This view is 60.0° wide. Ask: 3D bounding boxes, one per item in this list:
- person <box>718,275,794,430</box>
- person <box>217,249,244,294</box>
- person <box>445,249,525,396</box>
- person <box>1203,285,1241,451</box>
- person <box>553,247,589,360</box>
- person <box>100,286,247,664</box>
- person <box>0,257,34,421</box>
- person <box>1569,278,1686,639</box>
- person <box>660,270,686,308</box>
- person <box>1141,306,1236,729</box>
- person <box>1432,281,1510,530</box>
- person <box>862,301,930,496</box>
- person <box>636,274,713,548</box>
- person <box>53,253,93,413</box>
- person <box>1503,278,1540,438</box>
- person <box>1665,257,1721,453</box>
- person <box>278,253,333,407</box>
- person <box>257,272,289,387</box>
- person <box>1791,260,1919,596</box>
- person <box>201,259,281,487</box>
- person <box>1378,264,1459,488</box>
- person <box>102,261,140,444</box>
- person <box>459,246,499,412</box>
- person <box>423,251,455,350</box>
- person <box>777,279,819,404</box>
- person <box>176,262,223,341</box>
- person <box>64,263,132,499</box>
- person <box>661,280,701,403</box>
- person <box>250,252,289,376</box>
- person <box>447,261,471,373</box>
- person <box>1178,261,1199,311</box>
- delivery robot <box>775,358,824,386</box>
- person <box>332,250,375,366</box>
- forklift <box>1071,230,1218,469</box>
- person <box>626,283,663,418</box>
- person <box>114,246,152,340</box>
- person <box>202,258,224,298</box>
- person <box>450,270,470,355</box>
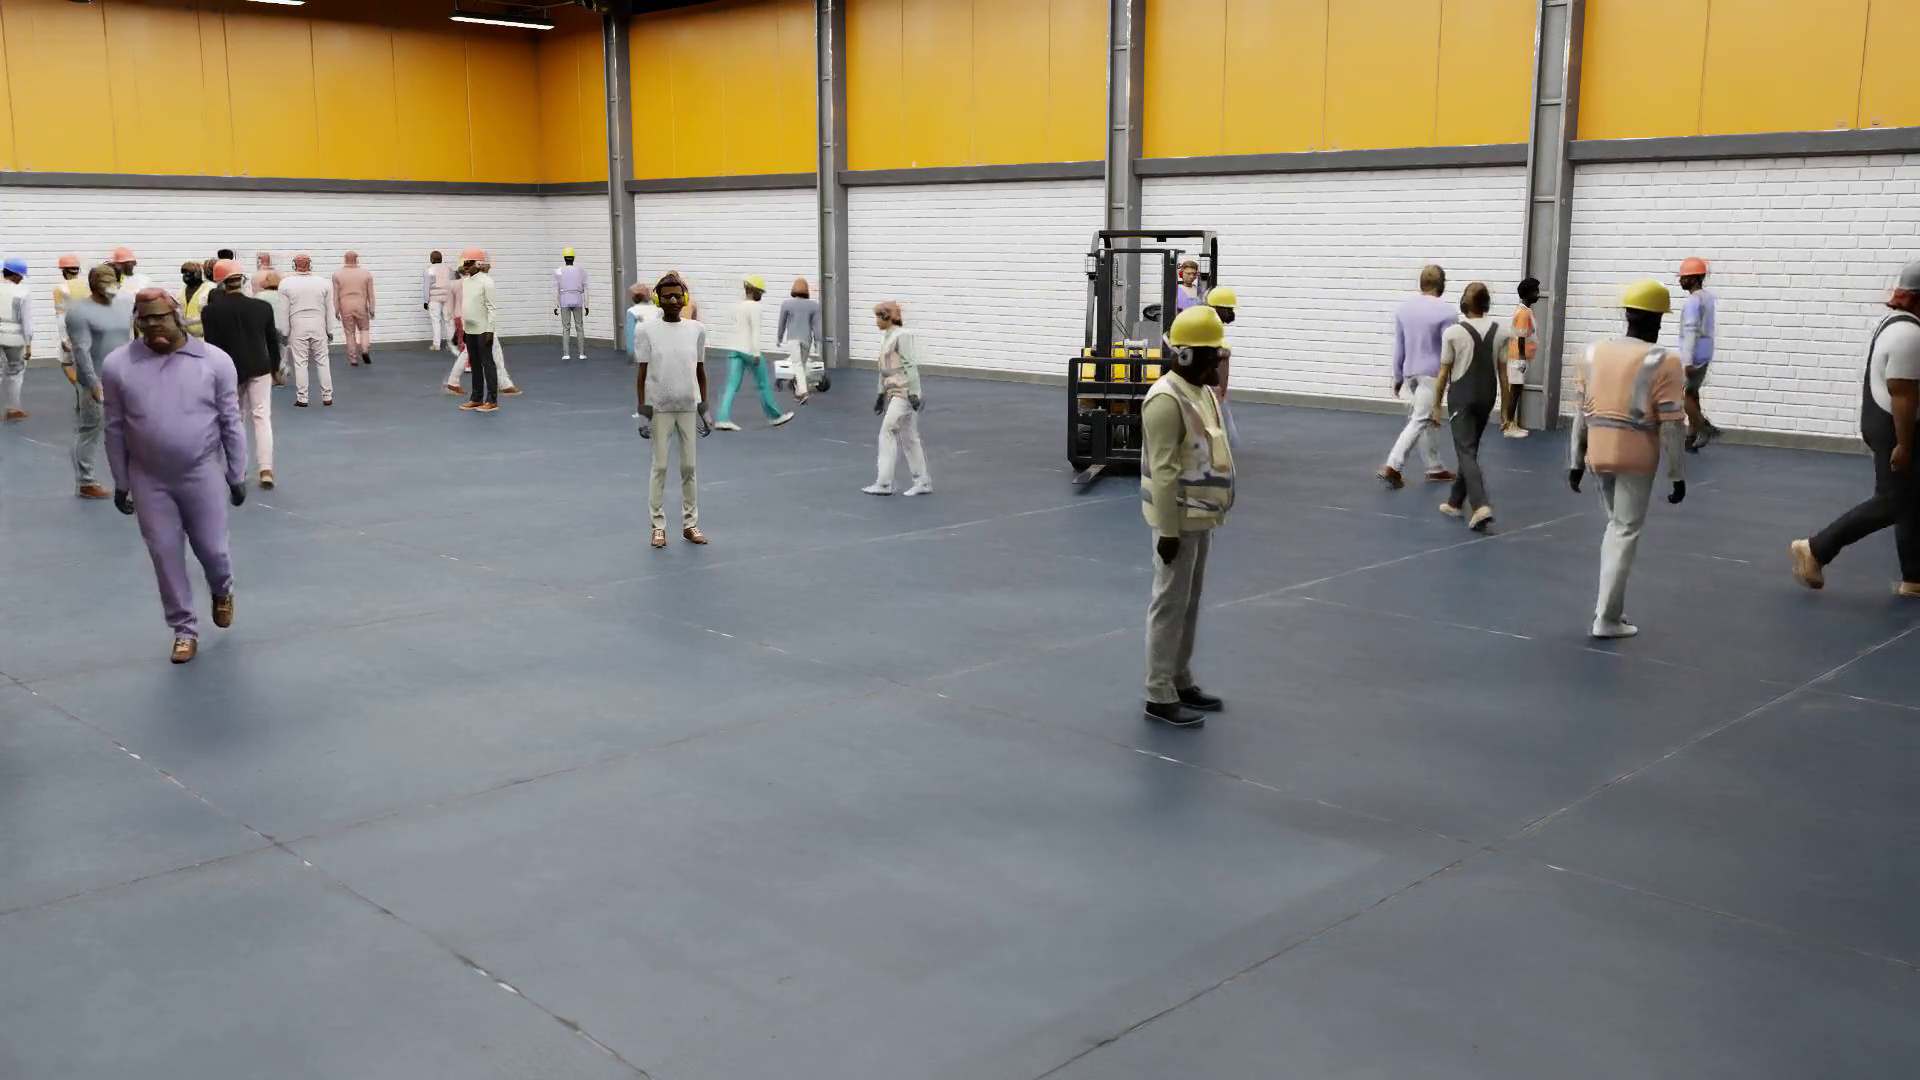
[{"bbox_3d":[-2.288,-2.059,18.303,0.932,1.694,0.562,-9,14,-40],"label":"person"},{"bbox_3d":[-11.657,-3.720,26.745,0.616,1.930,0.952,8,13,36],"label":"person"},{"bbox_3d":[-6.387,-2.873,22.072,1.039,1.947,0.634,1,10,4],"label":"person"},{"bbox_3d":[1.966,-1.073,12.780,0.374,1.749,0.542,3,11,14],"label":"person"},{"bbox_3d":[-6.674,-4.049,28.539,0.594,1.923,0.382,-3,11,-17],"label":"person"},{"bbox_3d":[-3.980,-0.346,8.480,0.646,1.883,0.617,-4,11,-19],"label":"person"},{"bbox_3d":[-10.872,-2.260,18.896,0.672,1.891,0.800,-1,10,-6],"label":"person"},{"bbox_3d":[3.582,-0.425,8.826,0.605,1.904,0.610,-6,12,-30],"label":"person"},{"bbox_3d":[-4.121,-3.050,23.889,0.502,1.631,0.285,3,11,15],"label":"person"},{"bbox_3d":[1.000,-0.106,7.300,0.404,1.827,0.599,5,11,24],"label":"person"},{"bbox_3d":[3.782,-0.993,12.230,0.519,1.806,0.971,-2,11,-8],"label":"person"},{"bbox_3d":[-0.550,-1.146,13.605,0.648,1.599,0.578,-2,11,-10],"label":"person"},{"bbox_3d":[-1.962,-0.885,11.437,0.533,1.871,0.320,-5,12,-25],"label":"person"},{"bbox_3d":[-10.517,-2.448,19.834,0.408,1.923,0.559,7,13,34],"label":"person"},{"bbox_3d":[5.937,-1.922,17.590,0.321,1.691,0.532,4,11,20],"label":"person"},{"bbox_3d":[7.170,-1.791,16.239,0.492,1.923,0.558,9,14,41],"label":"person"},{"bbox_3d":[-8.166,-2.618,20.787,0.643,1.908,0.399,-7,12,-33],"label":"person"},{"bbox_3d":[-9.575,-2.945,23.330,0.497,1.618,0.519,9,14,42],"label":"person"},{"bbox_3d":[5.438,-0.657,9.729,0.849,2.000,0.687,5,11,24],"label":"person"},{"bbox_3d":[-6.126,-1.427,14.241,0.623,1.941,1.066,-6,12,-28],"label":"person"},{"bbox_3d":[3.915,-1.389,14.116,0.981,1.905,0.642,-6,12,-29],"label":"person"},{"bbox_3d":[-8.609,-1.903,16.989,0.317,1.870,0.531,4,11,23],"label":"person"},{"bbox_3d":[-5.866,-2.558,20.220,0.612,1.995,0.382,8,13,38],"label":"person"},{"bbox_3d":[-9.729,-4.465,31.038,0.626,1.843,0.430,-10,14,-43],"label":"person"},{"bbox_3d":[-2.027,-2.530,21.171,0.505,1.588,0.862,-4,11,-22],"label":"person"},{"bbox_3d":[-9.160,-2.398,19.844,0.656,1.811,0.752,4,11,22],"label":"person"},{"bbox_3d":[-6.780,-1.248,13.336,0.963,1.897,0.642,4,11,22],"label":"person"},{"bbox_3d":[-3.491,-2.471,20.823,0.509,1.600,0.852,-6,12,-30],"label":"person"},{"bbox_3d":[-10.623,-3.433,25.331,0.831,1.877,0.652,5,12,26],"label":"person"},{"bbox_3d":[-7.706,-3.503,26.054,0.556,1.732,0.795,-1,10,-5],"label":"person"},{"bbox_3d":[2.613,-2.335,19.432,0.563,1.838,0.388,-8,13,-36],"label":"person"},{"bbox_3d":[-2.189,-2.334,22.669,0.707,0.478,0.477,9,14,40],"label":"delivery robot"},{"bbox_3d":[-9.933,-3.794,27.254,0.645,1.893,0.422,-4,11,-22],"label":"person"},{"bbox_3d":[1.804,-1.825,15.677,1.214,2.155,2.313,2,11,13],"label":"forklift"},{"bbox_3d":[-3.553,-2.145,19.074,0.823,1.597,0.529,8,13,38],"label":"person"},{"bbox_3d":[-10.686,-2.773,21.403,0.875,2.012,0.624,8,13,37],"label":"person"},{"bbox_3d":[-9.468,-2.658,21.187,0.429,1.839,0.634,2,11,9],"label":"person"},{"bbox_3d":[-8.678,-4.177,29.373,0.898,1.885,0.576,9,14,41],"label":"person"}]
